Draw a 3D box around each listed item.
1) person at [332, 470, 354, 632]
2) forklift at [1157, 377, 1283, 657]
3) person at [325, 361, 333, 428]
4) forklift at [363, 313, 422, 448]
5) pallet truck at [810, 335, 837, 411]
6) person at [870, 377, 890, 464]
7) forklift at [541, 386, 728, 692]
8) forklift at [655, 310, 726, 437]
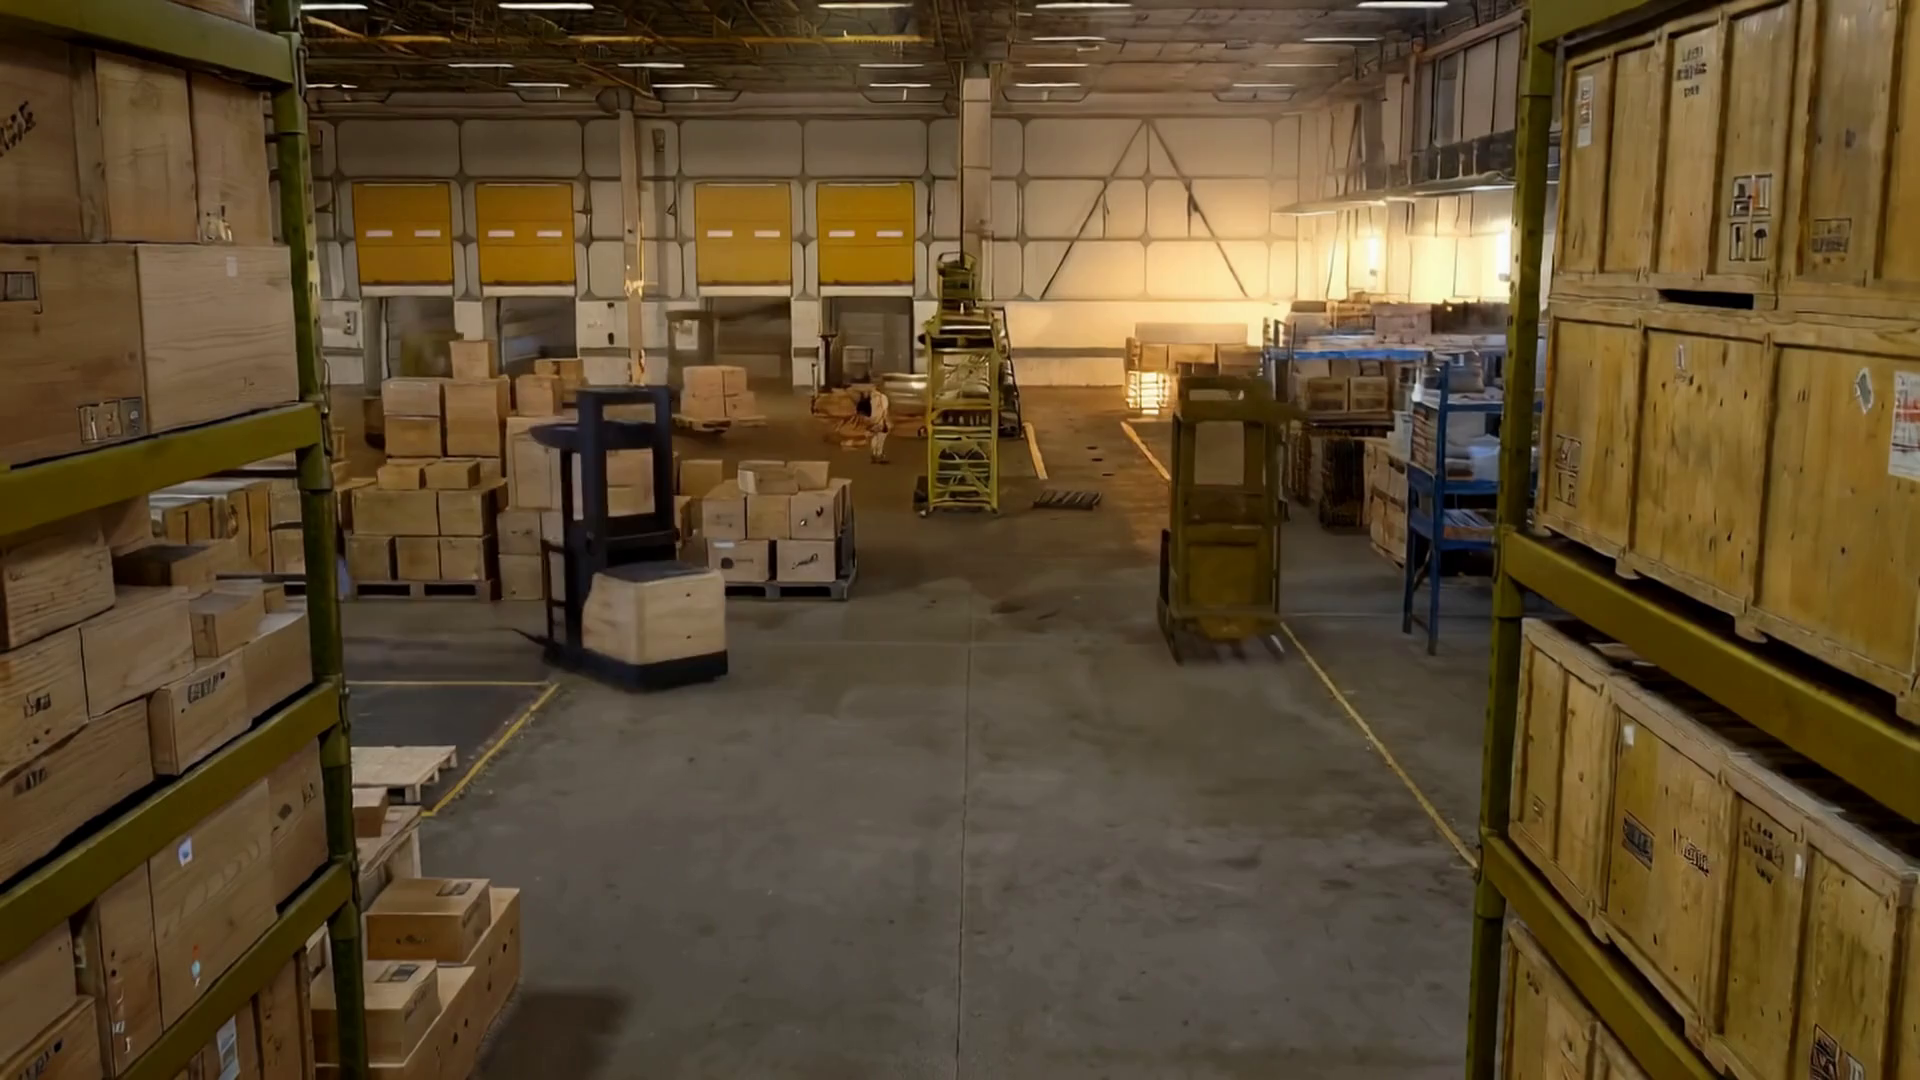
[{"bbox_3d":[-6.840,0.135,17.966,0.444,1.831,0.630,-4,11,-21],"label":"person"},{"bbox_3d":[2.730,-0.328,17.593,1.129,2.768,1.873,0,10,1],"label":"forklift"},{"bbox_3d":[-15.026,-3.579,39.067,0.542,1.939,0.368,-4,10,-20],"label":"person"},{"bbox_3d":[-11.744,-3.437,35.529,1.873,2.768,1.129,-5,11,-28],"label":"forklift"},{"bbox_3d":[-3.021,-4.312,43.126,1.885,1.965,0.823,3,10,17],"label":"pallet truck"},{"bbox_3d":[-1.588,-2.349,32.680,0.320,1.692,0.532,-5,11,-26],"label":"person"},{"bbox_3d":[-3.205,-0.093,16.239,1.129,2.768,1.873,-8,13,-39],"label":"forklift"},{"bbox_3d":[-6.209,-3.840,37.859,1.129,2.768,1.873,-5,11,-27],"label":"forklift"}]
